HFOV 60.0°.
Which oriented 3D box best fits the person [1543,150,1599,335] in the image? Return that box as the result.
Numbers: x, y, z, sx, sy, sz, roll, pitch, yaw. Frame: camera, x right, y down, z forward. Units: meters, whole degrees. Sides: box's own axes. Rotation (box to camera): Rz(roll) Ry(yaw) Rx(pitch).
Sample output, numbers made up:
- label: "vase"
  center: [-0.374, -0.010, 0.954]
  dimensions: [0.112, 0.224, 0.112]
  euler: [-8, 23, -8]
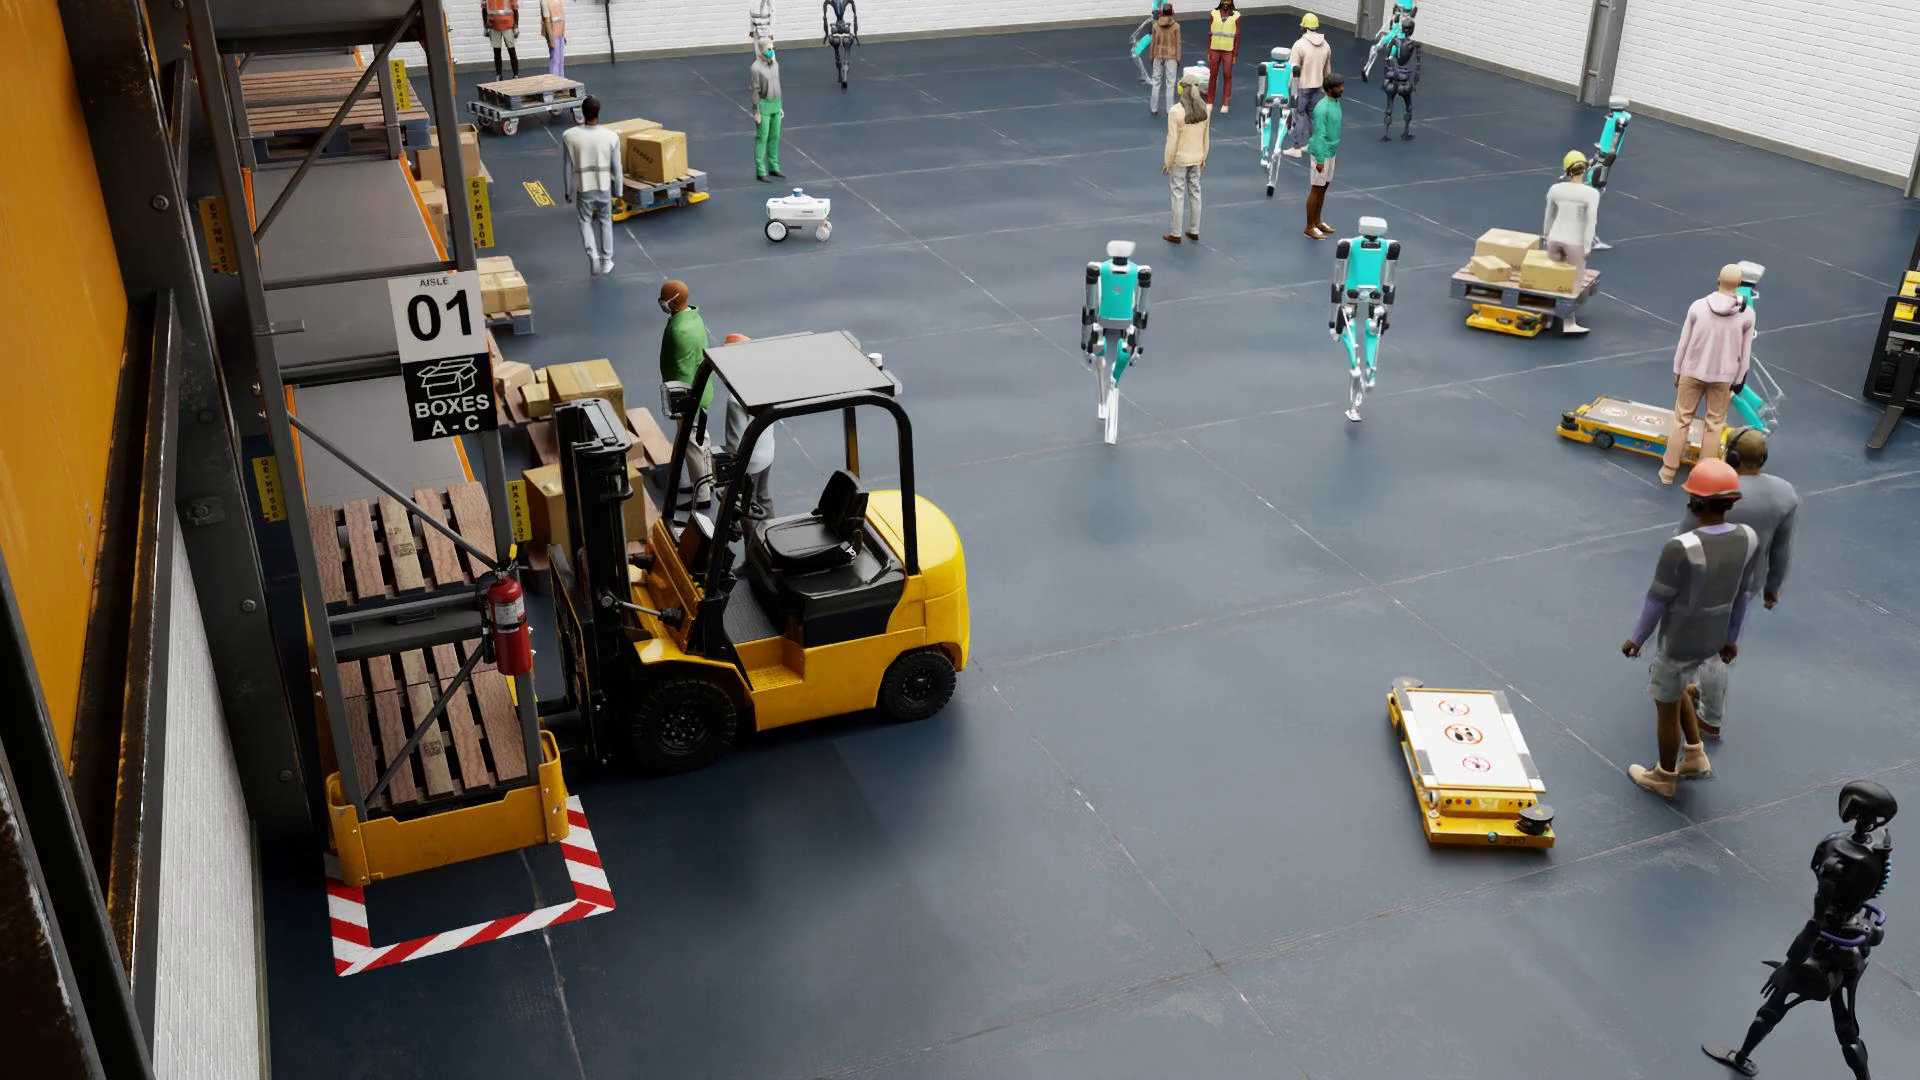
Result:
- label: "person"
  center: [5.884, -2.862, 16.057]
  dimensions: [0.439, 1.721, 0.622]
  euler: [-23, 35, -38]

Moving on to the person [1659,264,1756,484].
- label: "person"
  center: [5.750, -1.240, 12.781]
  dimensions: [0.528, 1.777, 0.407]
  euler: [11, 29, 21]

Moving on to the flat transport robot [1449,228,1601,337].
- label: "flat transport robot"
  center: [5.636, -2.359, 16.680]
  dimensions: [0.659, 0.231, 1.431]
  euler: [16, 31, 29]

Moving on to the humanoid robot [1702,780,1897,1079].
- label: "humanoid robot"
  center: [3.706, 1.724, 7.046]
  dimensions: [0.601, 1.628, 0.783]
  euler: [-20, 33, -35]

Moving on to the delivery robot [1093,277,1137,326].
- label: "delivery robot"
  center: [1.533, -2.348, 16.360]
  dimensions: [0.499, 0.613, 0.789]
  euler: [1, 27, 3]

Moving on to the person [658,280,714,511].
- label: "person"
  center: [-2.041, -1.093, 12.487]
  dimensions: [0.385, 1.777, 0.545]
  euler: [-1, 27, -3]

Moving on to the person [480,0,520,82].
- label: "person"
  center: [-7.245, -8.119, 26.250]
  dimensions: [0.605, 1.966, 0.368]
  euler: [1, 27, 3]

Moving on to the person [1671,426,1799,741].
- label: "person"
  center: [4.410, 0.222, 9.710]
  dimensions: [0.628, 1.913, 0.668]
  euler: [-7, 28, -14]

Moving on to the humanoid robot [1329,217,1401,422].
- label: "humanoid robot"
  center: [3.376, -1.780, 13.883]
  dimensions: [0.547, 1.739, 0.981]
  euler: [-1, 27, -1]

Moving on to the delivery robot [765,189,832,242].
- label: "delivery robot"
  center: [-1.867, -3.720, 19.085]
  dimensions: [0.813, 0.609, 0.499]
  euler: [1, 27, 1]

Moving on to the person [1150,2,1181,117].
- label: "person"
  center: [3.019, -7.077, 24.530]
  dimensions: [0.462, 1.648, 0.327]
  euler: [9, 28, 17]

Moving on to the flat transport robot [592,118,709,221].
- label: "flat transport robot"
  center: [-3.838, -4.169, 20.279]
  dimensions: [0.659, 0.231, 1.431]
  euler: [24, 35, 39]

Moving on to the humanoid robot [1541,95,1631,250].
- label: "humanoid robot"
  center: [6.858, -4.037, 18.448]
  dimensions: [0.995, 1.768, 0.530]
  euler: [4, 27, 9]

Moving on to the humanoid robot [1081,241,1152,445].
- label: "humanoid robot"
  center: [1.270, -1.679, 13.735]
  dimensions: [0.549, 1.752, 1.038]
  euler: [2, 27, 4]

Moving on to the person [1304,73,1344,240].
- label: "person"
  center: [4.141, -4.377, 18.936]
  dimensions: [0.396, 1.850, 0.495]
  euler: [15, 30, 27]

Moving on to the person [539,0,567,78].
- label: "person"
  center: [-6.255, -7.769, 25.681]
  dimensions: [0.390, 1.850, 0.565]
  euler: [3, 27, 7]

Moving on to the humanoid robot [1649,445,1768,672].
- label: "humanoid robot"
  center: [4.583, 0.107, 10.219]
  dimensions: [0.422, 1.632, 0.615]
  euler: [2, 27, 5]

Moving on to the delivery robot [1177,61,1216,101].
- label: "delivery robot"
  center: [3.721, -7.137, 25.880]
  dimensions: [0.499, 0.608, 0.786]
  euler: [-5, 27, -10]

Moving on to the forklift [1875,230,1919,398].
- label: "forklift"
  center: [9.029, -2.397, 14.618]
  dimensions: [1.214, 2.155, 2.313]
  euler: [18, 32, 32]

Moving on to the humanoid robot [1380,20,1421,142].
- label: "humanoid robot"
  center: [6.147, -6.412, 23.187]
  dimensions: [0.587, 1.642, 0.550]
  euler: [22, 34, 37]

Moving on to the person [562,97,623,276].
- label: "person"
  center: [-3.863, -3.711, 17.563]
  dimensions: [0.618, 1.893, 0.681]
  euler: [-5, 27, -10]

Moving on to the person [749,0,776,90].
- label: "person"
  center: [-3.112, -8.002, 26.111]
  dimensions: [0.357, 1.882, 0.571]
  euler: [-23, 35, -38]

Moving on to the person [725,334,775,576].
- label: "person"
  center: [-1.472, -0.590, 11.524]
  dimensions: [0.347, 1.739, 0.571]
  euler: [8, 28, 16]

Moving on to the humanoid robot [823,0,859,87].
- label: "humanoid robot"
  center: [-1.909, -8.096, 26.583]
  dimensions: [0.592, 1.634, 0.772]
  euler: [0, 27, -1]

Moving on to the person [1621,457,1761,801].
- label: "person"
  center: [3.932, 0.511, 9.033]
  dimensions: [0.597, 2.019, 0.438]
  euler: [-13, 30, -25]

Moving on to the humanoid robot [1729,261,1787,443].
- label: "humanoid robot"
  center: [6.123, -1.243, 12.806]
  dimensions: [0.722, 1.773, 0.531]
  euler: [12, 29, 22]

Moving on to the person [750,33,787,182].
- label: "person"
  center: [-2.453, -5.516, 21.208]
  dimensions: [0.325, 1.838, 0.523]
  euler: [17, 31, 30]

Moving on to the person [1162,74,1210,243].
- label: "person"
  center: [2.548, -4.278, 18.710]
  dimensions: [0.566, 1.875, 0.390]
  euler: [-13, 29, -24]

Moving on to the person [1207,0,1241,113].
- label: "person"
  center: [3.924, -7.278, 24.807]
  dimensions: [0.474, 1.766, 0.390]
  euler: [9, 28, 17]

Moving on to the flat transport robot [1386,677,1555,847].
- label: "flat transport robot"
  center: [2.890, 1.249, 9.503]
  dimensions: [0.659, 0.231, 1.431]
  euler: [2, 27, 3]

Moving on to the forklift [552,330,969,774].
- label: "forklift"
  center: [-1.094, 0.010, 9.831]
  dimensions: [2.313, 2.155, 1.214]
  euler: [-10, 28, -20]

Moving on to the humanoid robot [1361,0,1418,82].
- label: "humanoid robot"
  center: [6.880, -8.247, 26.778]
  dimensions: [0.952, 1.768, 0.540]
  euler: [-12, 29, -22]

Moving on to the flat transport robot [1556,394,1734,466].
- label: "flat transport robot"
  center: [5.745, -0.872, 13.723]
  dimensions: [1.431, 0.231, 0.659]
  euler: [20, 33, 34]

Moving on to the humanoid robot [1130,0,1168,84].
- label: "humanoid robot"
  center: [2.979, -8.195, 26.655]
  dimensions: [0.727, 1.794, 0.542]
  euler: [6, 27, 11]

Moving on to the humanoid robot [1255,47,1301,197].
- label: "humanoid robot"
  center: [3.885, -5.126, 20.608]
  dimensions: [0.531, 1.781, 0.996]
  euler: [6, 27, 13]

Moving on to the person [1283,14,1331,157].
- label: "person"
  center: [4.669, -6.111, 22.380]
  dimensions: [0.797, 1.857, 0.445]
  euler: [-15, 30, -28]
